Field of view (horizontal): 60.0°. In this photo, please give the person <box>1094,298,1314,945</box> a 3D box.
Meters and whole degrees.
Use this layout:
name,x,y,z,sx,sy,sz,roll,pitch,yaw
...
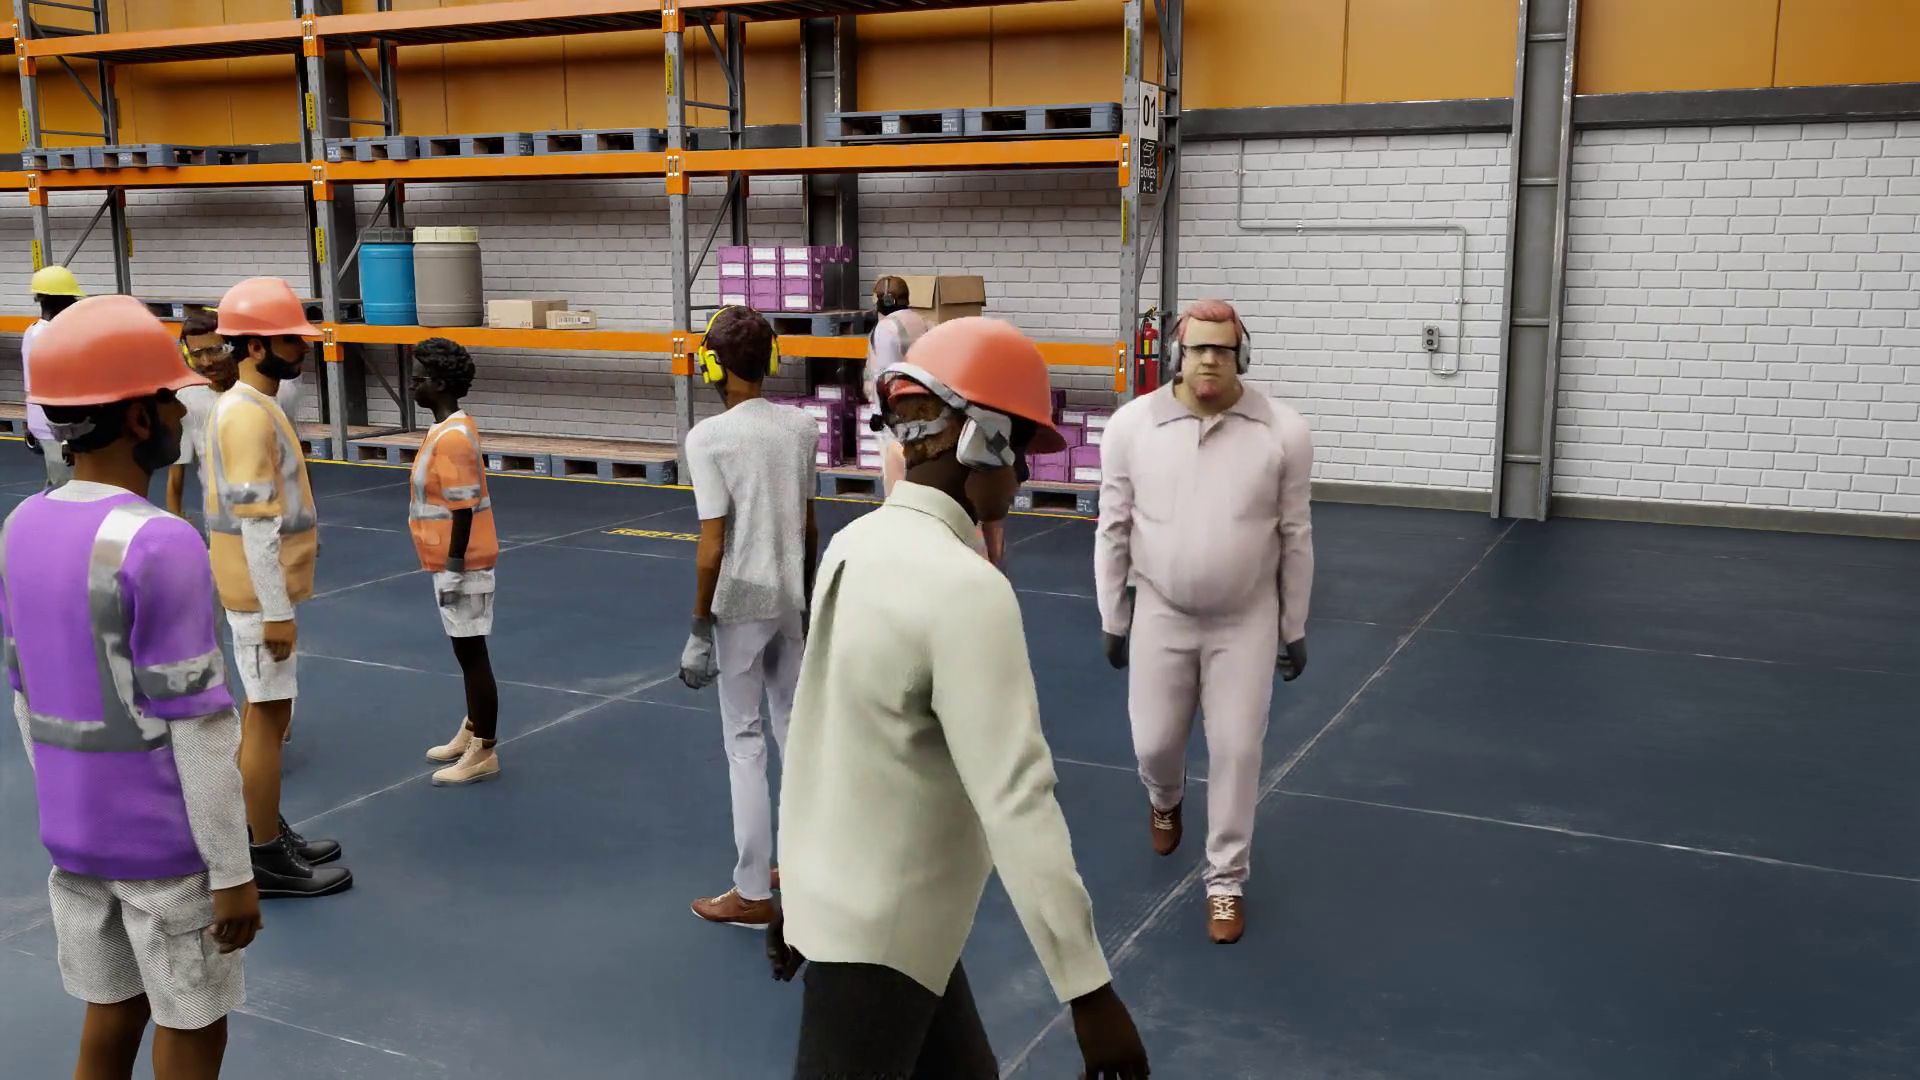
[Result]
name,x,y,z,sx,sy,sz,roll,pitch,yaw
person,0.738,0.212,5.062,0.651,1.889,0.662,2,10,9

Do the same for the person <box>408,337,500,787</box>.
name,x,y,z,sx,sy,sz,roll,pitch,yaw
person,-1.921,0.081,6.330,0.321,1.697,0.529,-3,10,-18

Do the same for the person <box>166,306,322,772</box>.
name,x,y,z,sx,sy,sz,roll,pitch,yaw
person,-2.806,-0.006,6.524,0.528,1.799,0.903,-3,10,-18

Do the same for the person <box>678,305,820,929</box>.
name,x,y,z,sx,sy,sz,roll,pitch,yaw
person,-0.627,0.235,4.978,0.332,1.865,0.520,8,13,40

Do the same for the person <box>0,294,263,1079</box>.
name,x,y,z,sx,sy,sz,roll,pitch,yaw
person,-1.489,0.529,3.066,0.545,1.942,0.353,6,11,30

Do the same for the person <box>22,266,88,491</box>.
name,x,y,z,sx,sy,sz,roll,pitch,yaw
person,-5.349,-0.663,9.934,0.377,1.924,0.595,-7,12,-34

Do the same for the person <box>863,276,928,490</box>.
name,x,y,z,sx,sy,sz,roll,pitch,yaw
person,-0.471,-0.950,11.829,0.429,1.842,0.626,4,11,23

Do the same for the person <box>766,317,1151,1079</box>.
name,x,y,z,sx,sy,sz,roll,pitch,yaw
person,-0.072,0.624,2.625,1.000,1.918,0.762,-3,10,-15

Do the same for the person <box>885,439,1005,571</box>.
name,x,y,z,sx,sy,sz,roll,pitch,yaw
person,-0.025,0.131,6.305,0.527,1.614,0.766,-6,11,-29

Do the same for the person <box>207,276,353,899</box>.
name,x,y,z,sx,sy,sz,roll,pitch,yaw
person,-2.157,0.150,5.244,0.375,1.939,0.546,-4,11,-22

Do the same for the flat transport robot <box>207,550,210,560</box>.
name,x,y,z,sx,sy,sz,roll,pitch,yaw
flat transport robot,-4.473,0.243,9.482,0.652,0.197,1.431,0,10,-1
